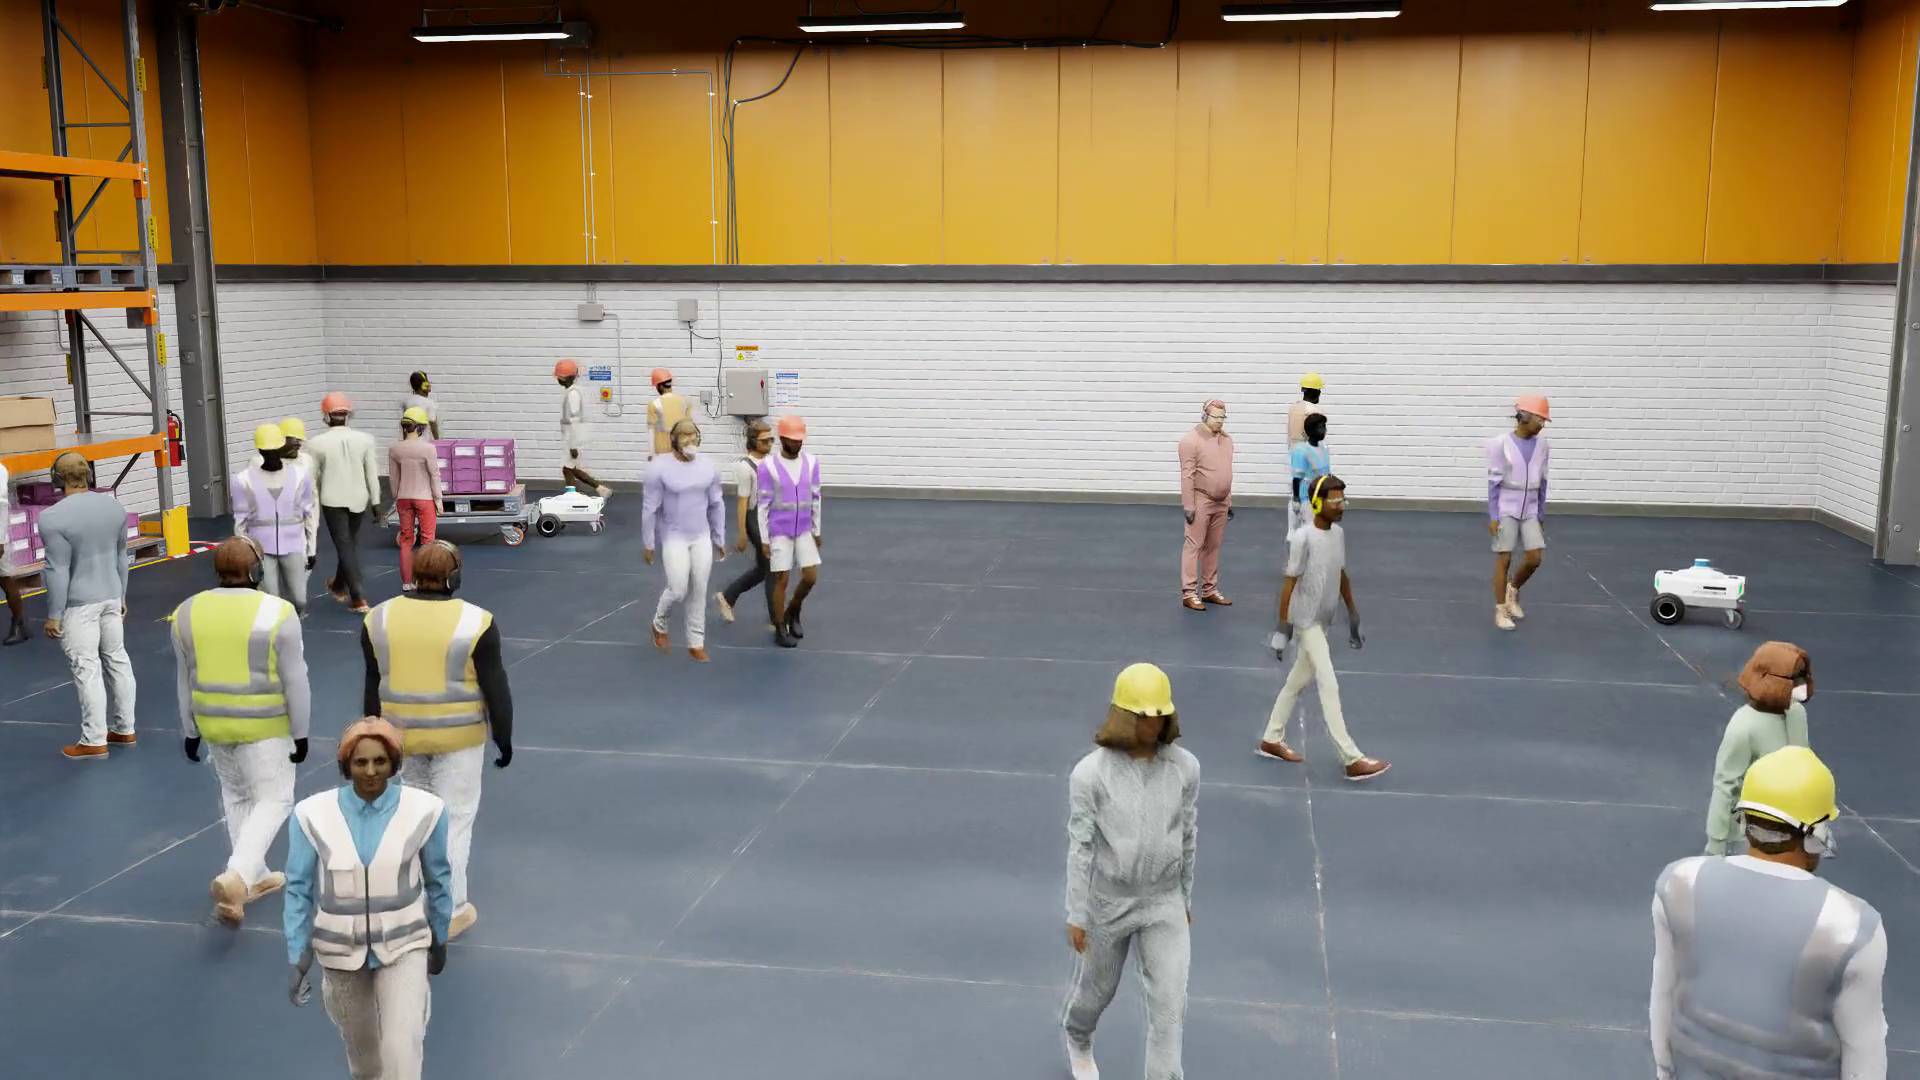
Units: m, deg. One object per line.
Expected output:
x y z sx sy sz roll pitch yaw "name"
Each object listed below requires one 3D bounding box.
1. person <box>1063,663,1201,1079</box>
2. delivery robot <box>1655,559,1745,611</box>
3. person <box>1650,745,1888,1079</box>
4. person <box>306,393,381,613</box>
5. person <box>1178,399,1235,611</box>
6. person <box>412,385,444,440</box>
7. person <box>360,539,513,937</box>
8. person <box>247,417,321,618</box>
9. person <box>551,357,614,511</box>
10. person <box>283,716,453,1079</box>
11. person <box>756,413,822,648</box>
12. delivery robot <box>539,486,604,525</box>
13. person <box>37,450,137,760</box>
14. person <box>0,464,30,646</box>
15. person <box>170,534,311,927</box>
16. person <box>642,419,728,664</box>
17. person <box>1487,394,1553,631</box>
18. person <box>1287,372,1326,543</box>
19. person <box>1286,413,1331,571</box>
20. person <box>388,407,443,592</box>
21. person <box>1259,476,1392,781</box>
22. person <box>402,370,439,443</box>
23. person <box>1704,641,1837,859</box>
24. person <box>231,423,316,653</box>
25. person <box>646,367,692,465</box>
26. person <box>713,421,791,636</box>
0.589 1.245 5.868 0.491 1.712 0.834 -2 9 -15 "person"
6.384 0.407 14.351 0.707 0.478 0.477 4 10 26 "delivery robot"
2.085 1.437 4.366 0.546 1.815 0.595 -9 13 -43 "person"
-5.583 -0.342 14.965 0.628 1.942 1.031 -8 12 -42 "person"
2.257 -0.325 15.026 0.638 1.901 0.402 -8 12 -40 "person"
-6.861 -1.207 21.305 0.512 1.639 0.311 0 9 3 "person"
-2.367 0.895 7.680 0.643 1.826 0.599 1 9 5 "person"
-5.815 -0.153 14.282 0.454 1.801 0.644 9 13 43 "person"
-4.656 -1.241 20.370 0.663 2.010 0.630 -2 9 -12 "person"
-1.968 1.346 5.586 0.515 1.598 0.855 -2 9 -14 "person"
-1.347 -0.071 13.405 0.606 1.912 0.464 -6 11 -31 "person"
-4.485 -0.377 19.214 0.707 0.478 0.477 -1 9 -4 "delivery robot"
-5.445 0.406 10.375 0.372 1.936 0.629 3 10 17 "person"
-7.807 -0.021 13.209 0.564 1.883 1.012 0 9 -2 "person"
-3.365 0.889 7.766 0.634 1.823 0.737 1 9 7 "person"
-2.154 0.003 12.919 0.650 1.920 0.499 -7 11 -36 "person"
4.741 -0.232 14.127 0.599 2.012 0.434 -2 9 -10 "person"
3.862 -0.899 18.493 0.366 1.926 0.594 -4 10 -21 "person"
3.418 -0.393 16.113 0.366 1.686 0.542 8 12 39 "person"
-5.137 -0.374 15.761 0.524 1.762 0.325 2 9 14 "person"
2.209 0.518 10.038 0.971 1.819 0.583 8 12 40 "person"
-6.541 -1.121 20.124 0.521 1.853 0.775 6 11 31 "person"
3.243 1.186 6.607 0.507 1.587 0.859 -8 12 -40 "person"
-5.220 0.046 12.698 0.592 1.907 0.554 -5 10 -28 "person"
-3.450 -1.099 19.794 0.590 1.906 0.399 -5 10 -28 "person"
-1.726 -0.111 13.977 0.819 1.807 0.516 3 10 20 "person"
